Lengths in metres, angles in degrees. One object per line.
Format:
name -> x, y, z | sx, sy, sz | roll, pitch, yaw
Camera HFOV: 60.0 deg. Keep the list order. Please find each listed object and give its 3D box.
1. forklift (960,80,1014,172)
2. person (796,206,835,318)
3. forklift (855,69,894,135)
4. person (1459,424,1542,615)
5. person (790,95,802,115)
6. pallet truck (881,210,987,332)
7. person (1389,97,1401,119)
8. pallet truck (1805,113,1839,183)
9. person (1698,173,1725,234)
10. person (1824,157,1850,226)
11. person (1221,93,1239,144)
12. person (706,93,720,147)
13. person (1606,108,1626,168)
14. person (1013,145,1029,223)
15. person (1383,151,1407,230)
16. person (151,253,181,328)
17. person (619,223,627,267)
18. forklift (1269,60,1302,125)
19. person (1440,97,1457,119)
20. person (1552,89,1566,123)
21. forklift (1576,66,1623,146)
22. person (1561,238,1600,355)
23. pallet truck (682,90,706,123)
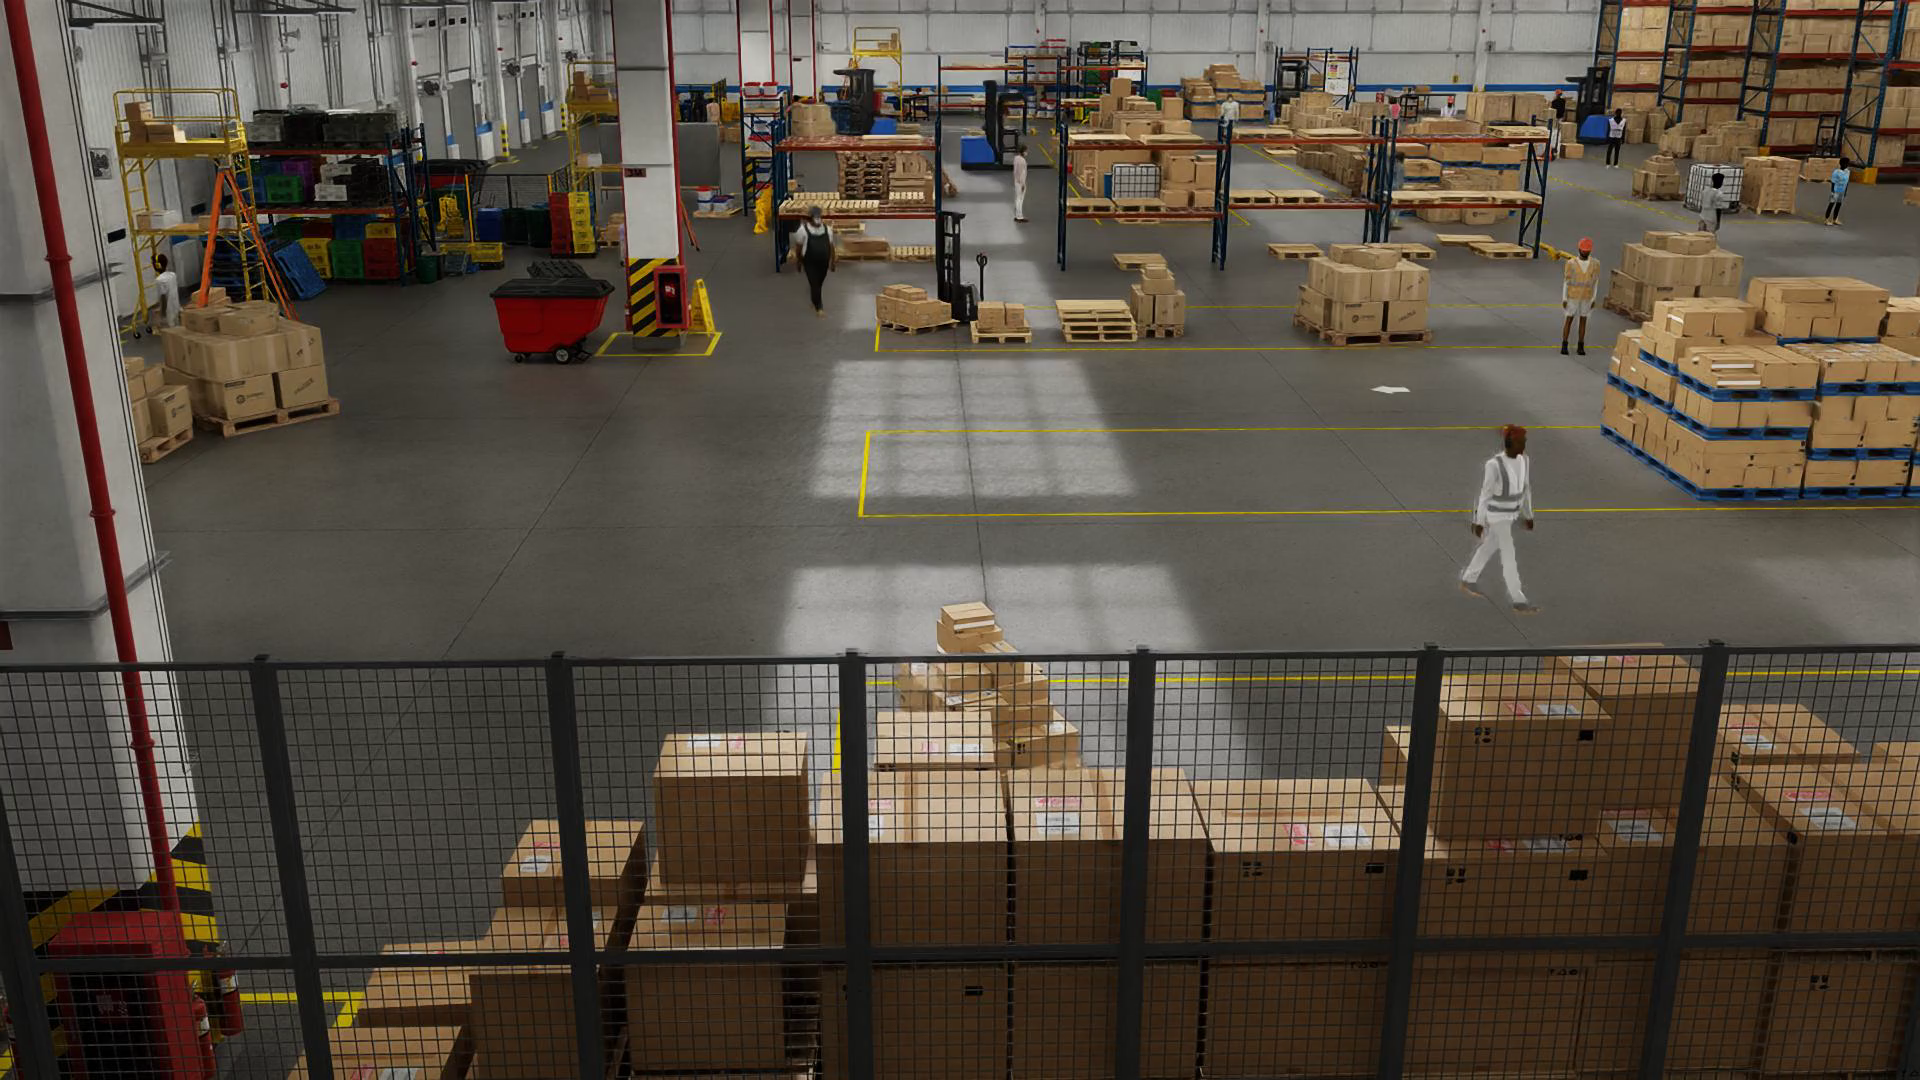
forklift -> 0.960, -13.258, 53.202 | 1.873, 2.768, 1.129 | 0, 19, -1
person -> -2.620, -5.139, 30.411 | 0.691, 2.000, 1.050 | -9, 21, -26
forklift -> -3.395, -15.525, 59.928 | 1.873, 2.768, 1.129 | -10, 21, -26
person -> 5.316, -0.237, 16.194 | 0.598, 1.832, 0.980 | -15, 23, -37
person -> -6.318, -16.249, 63.930 | 0.556, 1.663, 0.749 | -13, 22, -33
pallet truck -> -0.493, -4.759, 29.349 | 1.885, 1.965, 0.823 | -13, 23, -34
person -> 15.675, -15.147, 60.401 | 0.633, 1.846, 0.429 | -8, 20, -23
pallet truck -> 26.403, -11.957, 50.702 | 0.823, 1.965, 1.885 | 6, 19, 16
person -> 16.159, -6.918, 35.824 | 0.395, 1.955, 0.606 | -4, 19, -13
person -> 21.913, -8.689, 41.487 | 0.533, 1.691, 0.322 | -7, 20, -21
person -> 9.927, -15.505, 61.344 | 0.647, 1.923, 0.622 | -2, 19, -6
person -> -9.053, -15.359, 60.902 | 0.386, 1.928, 0.589 | 15, 24, 37
person -> 21.352, -13.091, 54.207 | 0.593, 1.913, 0.392 | 2, 19, 5
person -> 1.533, -9.008, 42.056 | 0.371, 1.934, 0.627 | -3, 19, -10
person -> 10.681, -8.509, 40.584 | 0.432, 1.926, 0.653 | -1, 19, -2
person -> -12.323, -3.536, 25.926 | 0.310, 1.864, 0.534 | 0, 19, 0
person -> -6.115, -5.336, 31.171 | 0.590, 1.926, 0.388 | -15, 24, -38
forklift -> 13.195, -17.888, 66.938 | 1.129, 2.768, 1.873 | -1, 19, -1
person -> 17.373, -14.806, 59.260 | 0.564, 1.933, 0.387 | 7, 20, 19
person -> 22.348, -15.864, 62.298 | 0.614, 1.993, 0.395 | -7, 20, -20
forklift -> 23.569, -16.126, 61.710 | 1.129, 2.768, 1.873 | -11, 22, -30
person -> 10.103, -3.966, 27.113 | 0.540, 1.930, 0.390 | 2, 19, 5
pallet truck -> -9.671, -15.907, 62.421 | 0.823, 1.965, 1.885 | 5, 19, 15
